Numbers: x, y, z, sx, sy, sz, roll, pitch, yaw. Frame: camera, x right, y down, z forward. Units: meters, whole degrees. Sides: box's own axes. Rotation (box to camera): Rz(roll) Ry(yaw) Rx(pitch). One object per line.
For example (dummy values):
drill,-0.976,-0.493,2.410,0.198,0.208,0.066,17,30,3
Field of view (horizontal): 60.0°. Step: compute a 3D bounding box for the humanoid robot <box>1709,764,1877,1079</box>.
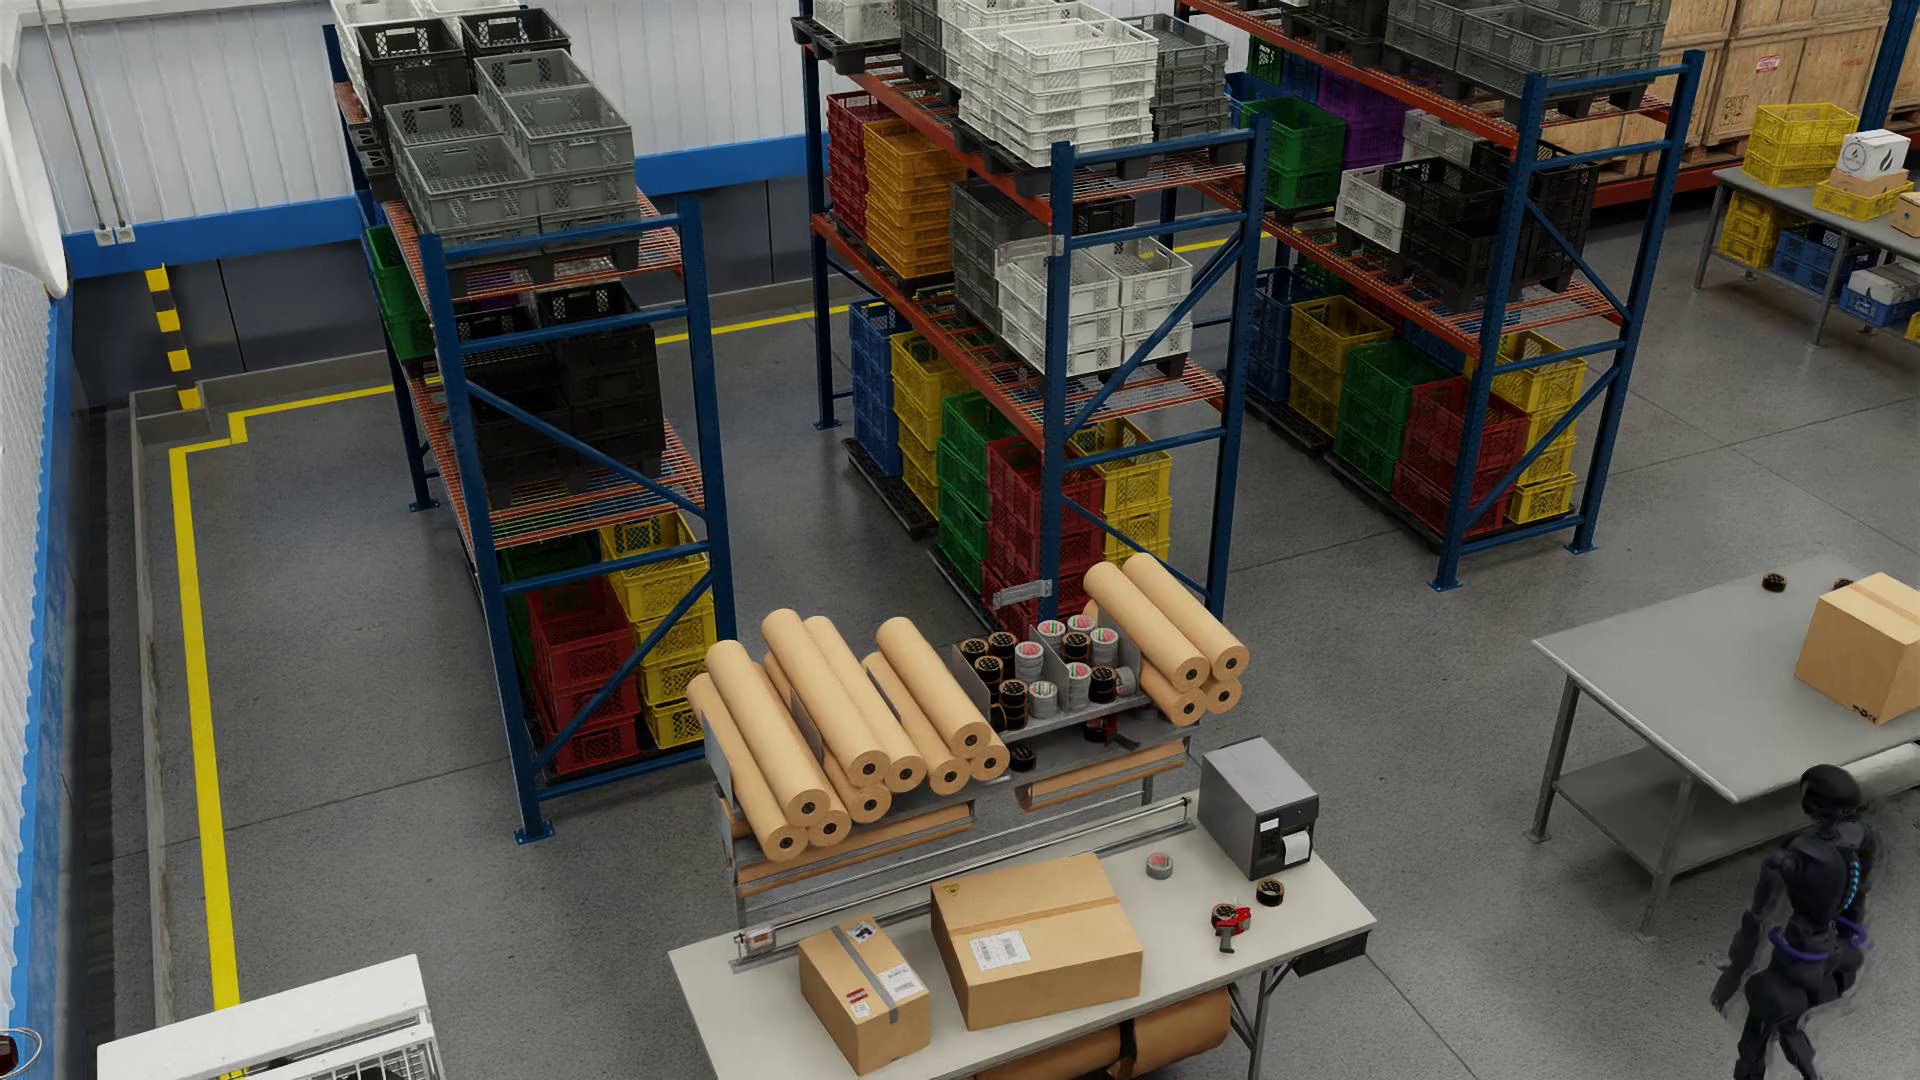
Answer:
humanoid robot,3.101,1.559,6.103,0.590,1.637,0.486,-14,34,-21
